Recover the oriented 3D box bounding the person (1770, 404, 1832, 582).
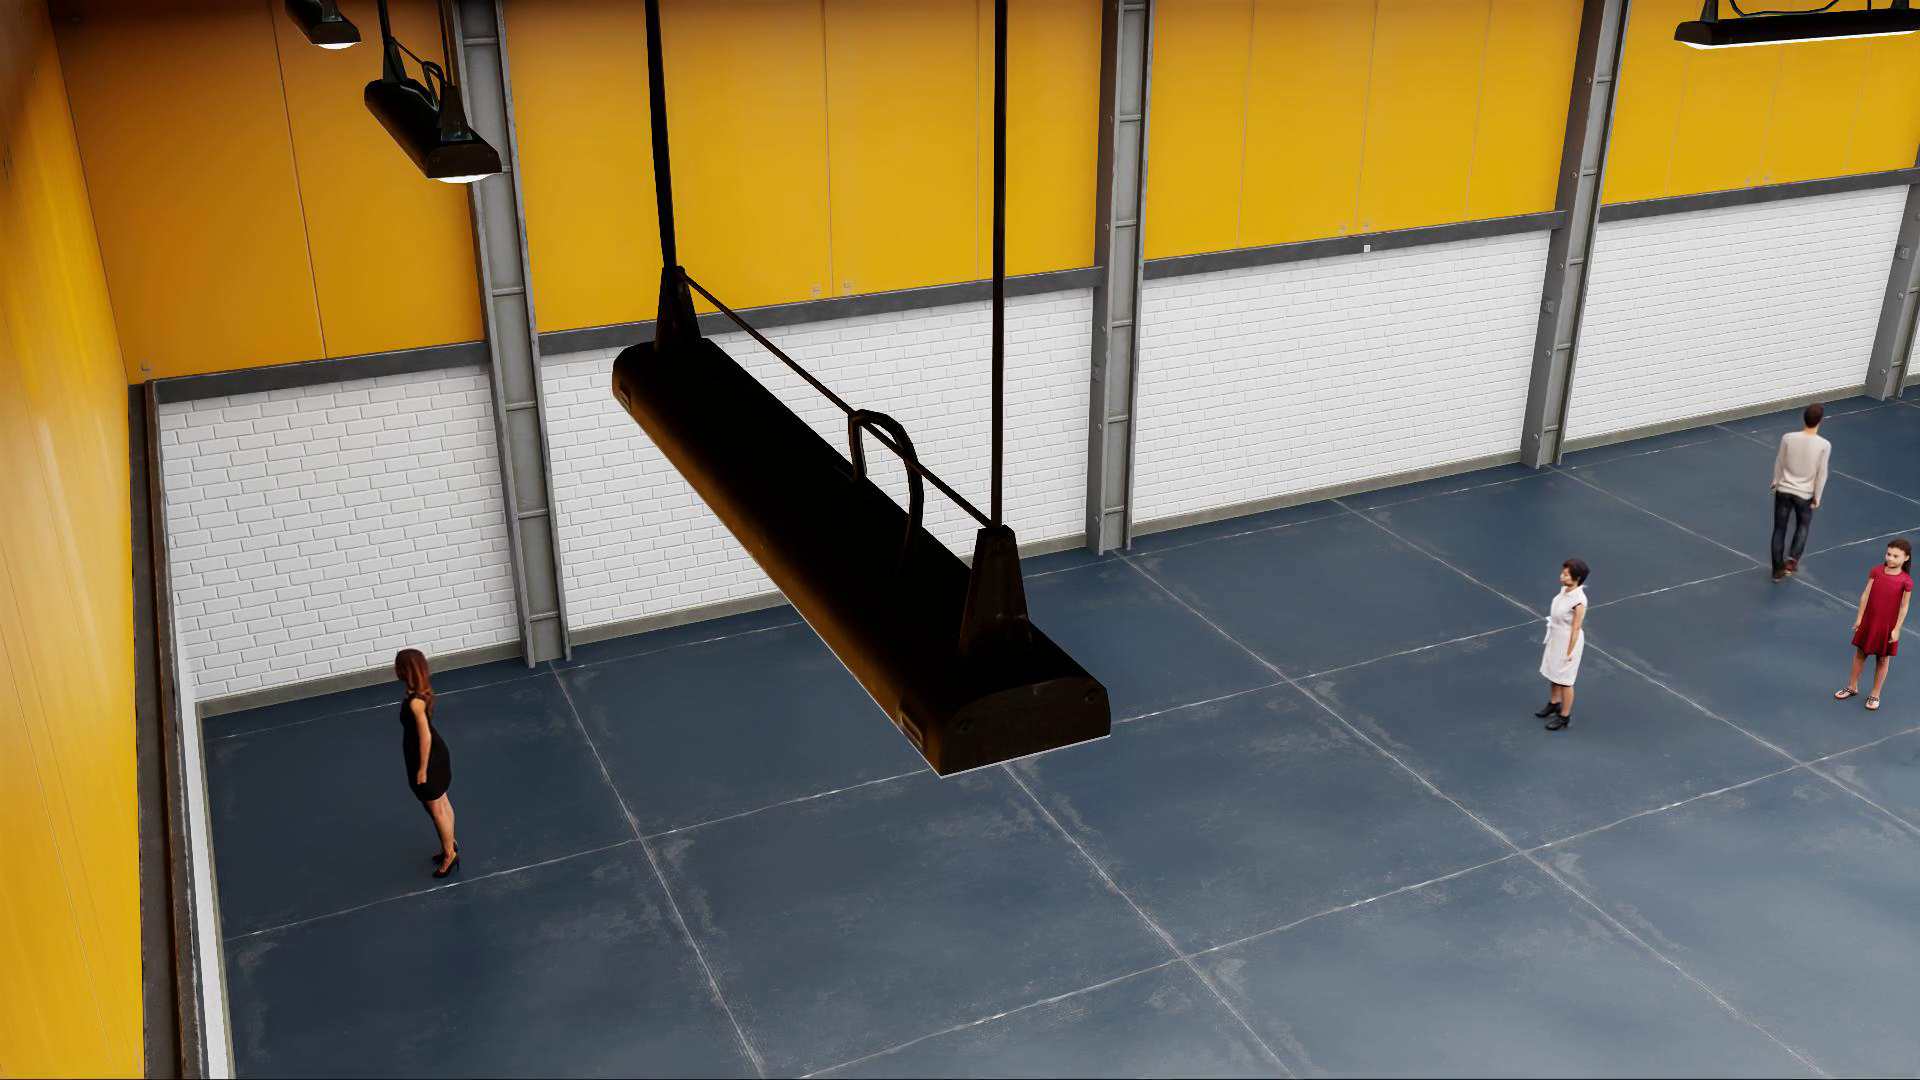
[{"bbox_3d":[8.371,-0.443,16.698,0.785,1.851,0.818,14,27,29],"label":"person"}]

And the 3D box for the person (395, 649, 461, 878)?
[{"bbox_3d":[-3.849,1.610,12.020,0.583,1.835,0.618,-6,24,-13],"label":"person"}]

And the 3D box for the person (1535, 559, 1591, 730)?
[{"bbox_3d":[5.127,0.862,14.085,0.645,1.552,0.635,0,24,0],"label":"person"}]

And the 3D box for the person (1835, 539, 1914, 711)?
[{"bbox_3d":[8.003,0.701,14.450,0.679,1.554,0.617,-20,31,-38],"label":"person"}]
